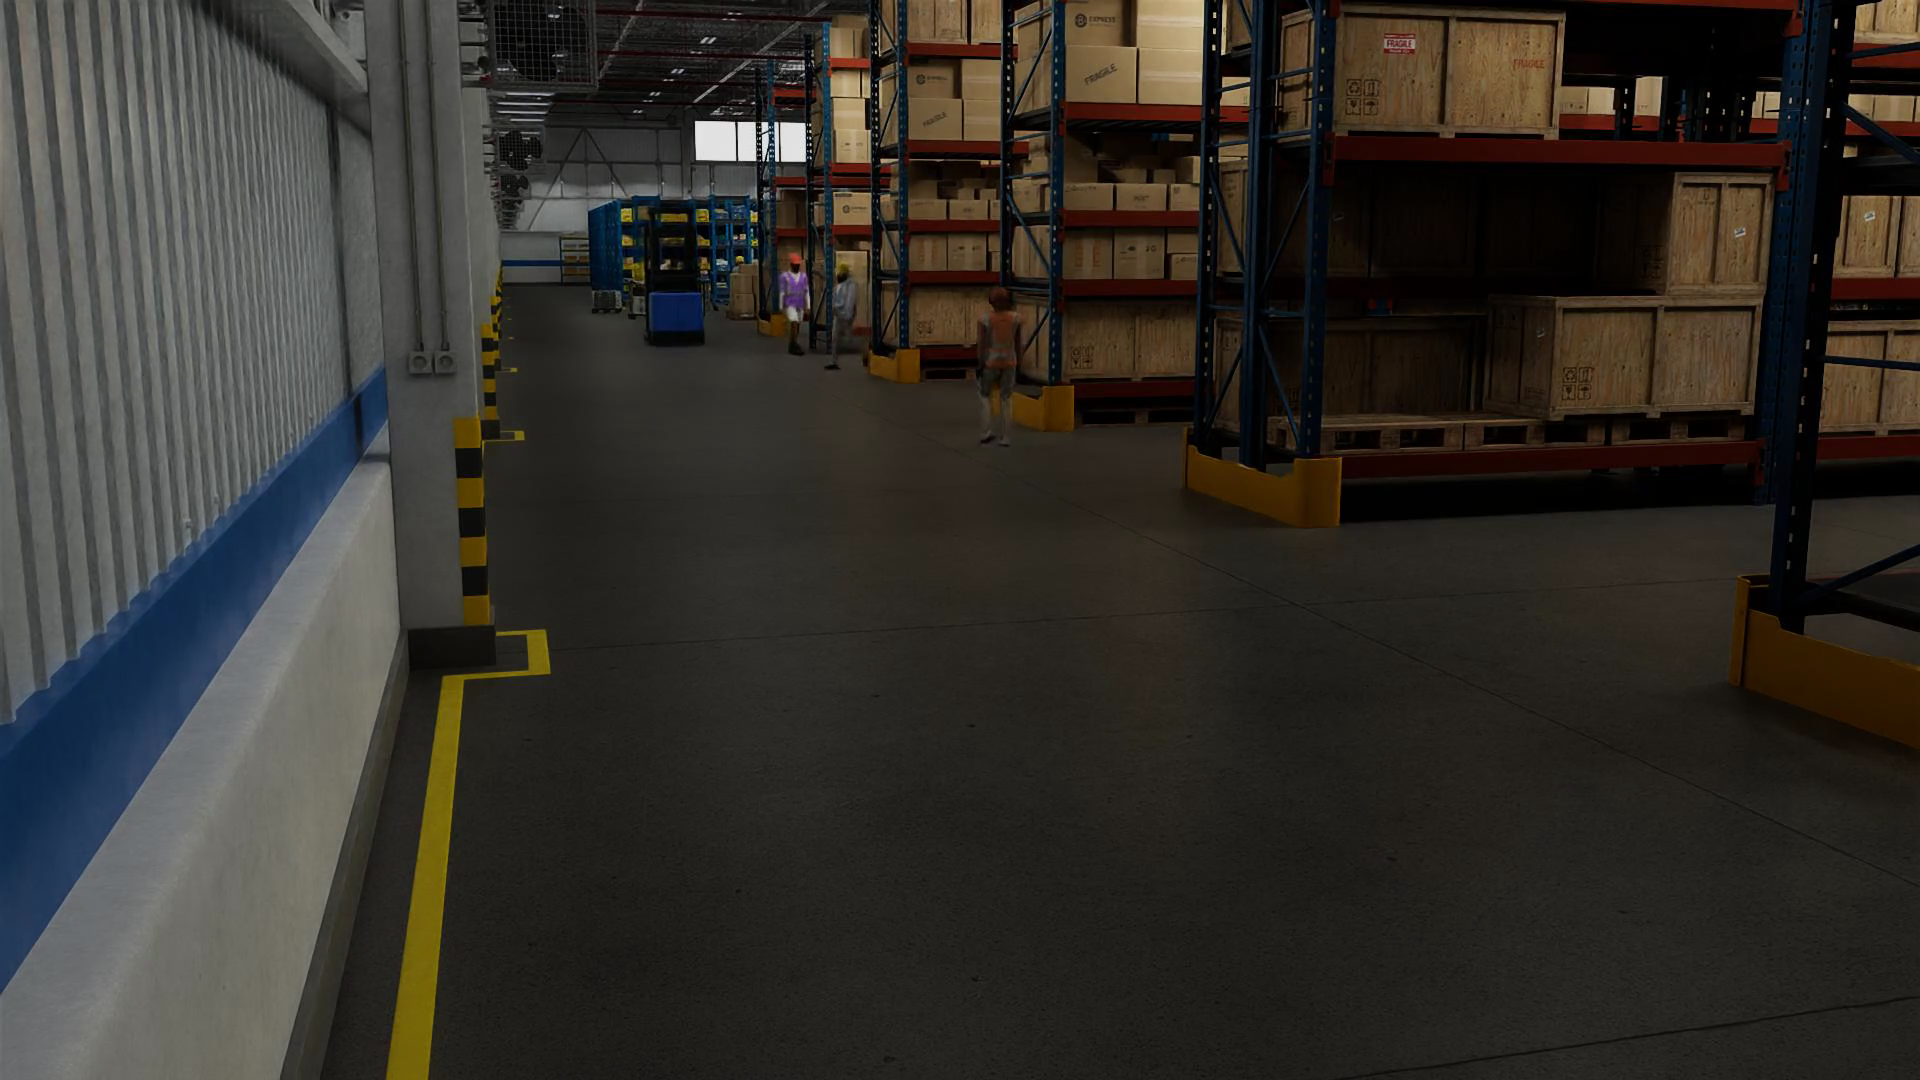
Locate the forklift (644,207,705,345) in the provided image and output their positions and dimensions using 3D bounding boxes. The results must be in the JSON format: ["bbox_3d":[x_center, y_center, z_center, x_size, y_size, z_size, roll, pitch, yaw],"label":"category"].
[{"bbox_3d":[-5.917,-5.456,34.267,1.129,2.768,1.873,-3,10,-15],"label":"forklift"}]

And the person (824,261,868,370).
[{"bbox_3d":[-1.838,-3.675,27.254,0.716,1.798,0.603,-8,13,-37],"label":"person"}]

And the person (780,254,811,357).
[{"bbox_3d":[-3.096,-4.369,30.939,0.560,1.902,0.894,-6,12,-31],"label":"person"}]

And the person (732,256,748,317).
[{"bbox_3d":[-6.379,-7.340,48.156,0.484,1.745,0.297,9,13,41],"label":"person"}]

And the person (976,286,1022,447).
[{"bbox_3d":[0.384,-1.768,16.960,0.521,1.620,0.573,-3,10,-14],"label":"person"}]
